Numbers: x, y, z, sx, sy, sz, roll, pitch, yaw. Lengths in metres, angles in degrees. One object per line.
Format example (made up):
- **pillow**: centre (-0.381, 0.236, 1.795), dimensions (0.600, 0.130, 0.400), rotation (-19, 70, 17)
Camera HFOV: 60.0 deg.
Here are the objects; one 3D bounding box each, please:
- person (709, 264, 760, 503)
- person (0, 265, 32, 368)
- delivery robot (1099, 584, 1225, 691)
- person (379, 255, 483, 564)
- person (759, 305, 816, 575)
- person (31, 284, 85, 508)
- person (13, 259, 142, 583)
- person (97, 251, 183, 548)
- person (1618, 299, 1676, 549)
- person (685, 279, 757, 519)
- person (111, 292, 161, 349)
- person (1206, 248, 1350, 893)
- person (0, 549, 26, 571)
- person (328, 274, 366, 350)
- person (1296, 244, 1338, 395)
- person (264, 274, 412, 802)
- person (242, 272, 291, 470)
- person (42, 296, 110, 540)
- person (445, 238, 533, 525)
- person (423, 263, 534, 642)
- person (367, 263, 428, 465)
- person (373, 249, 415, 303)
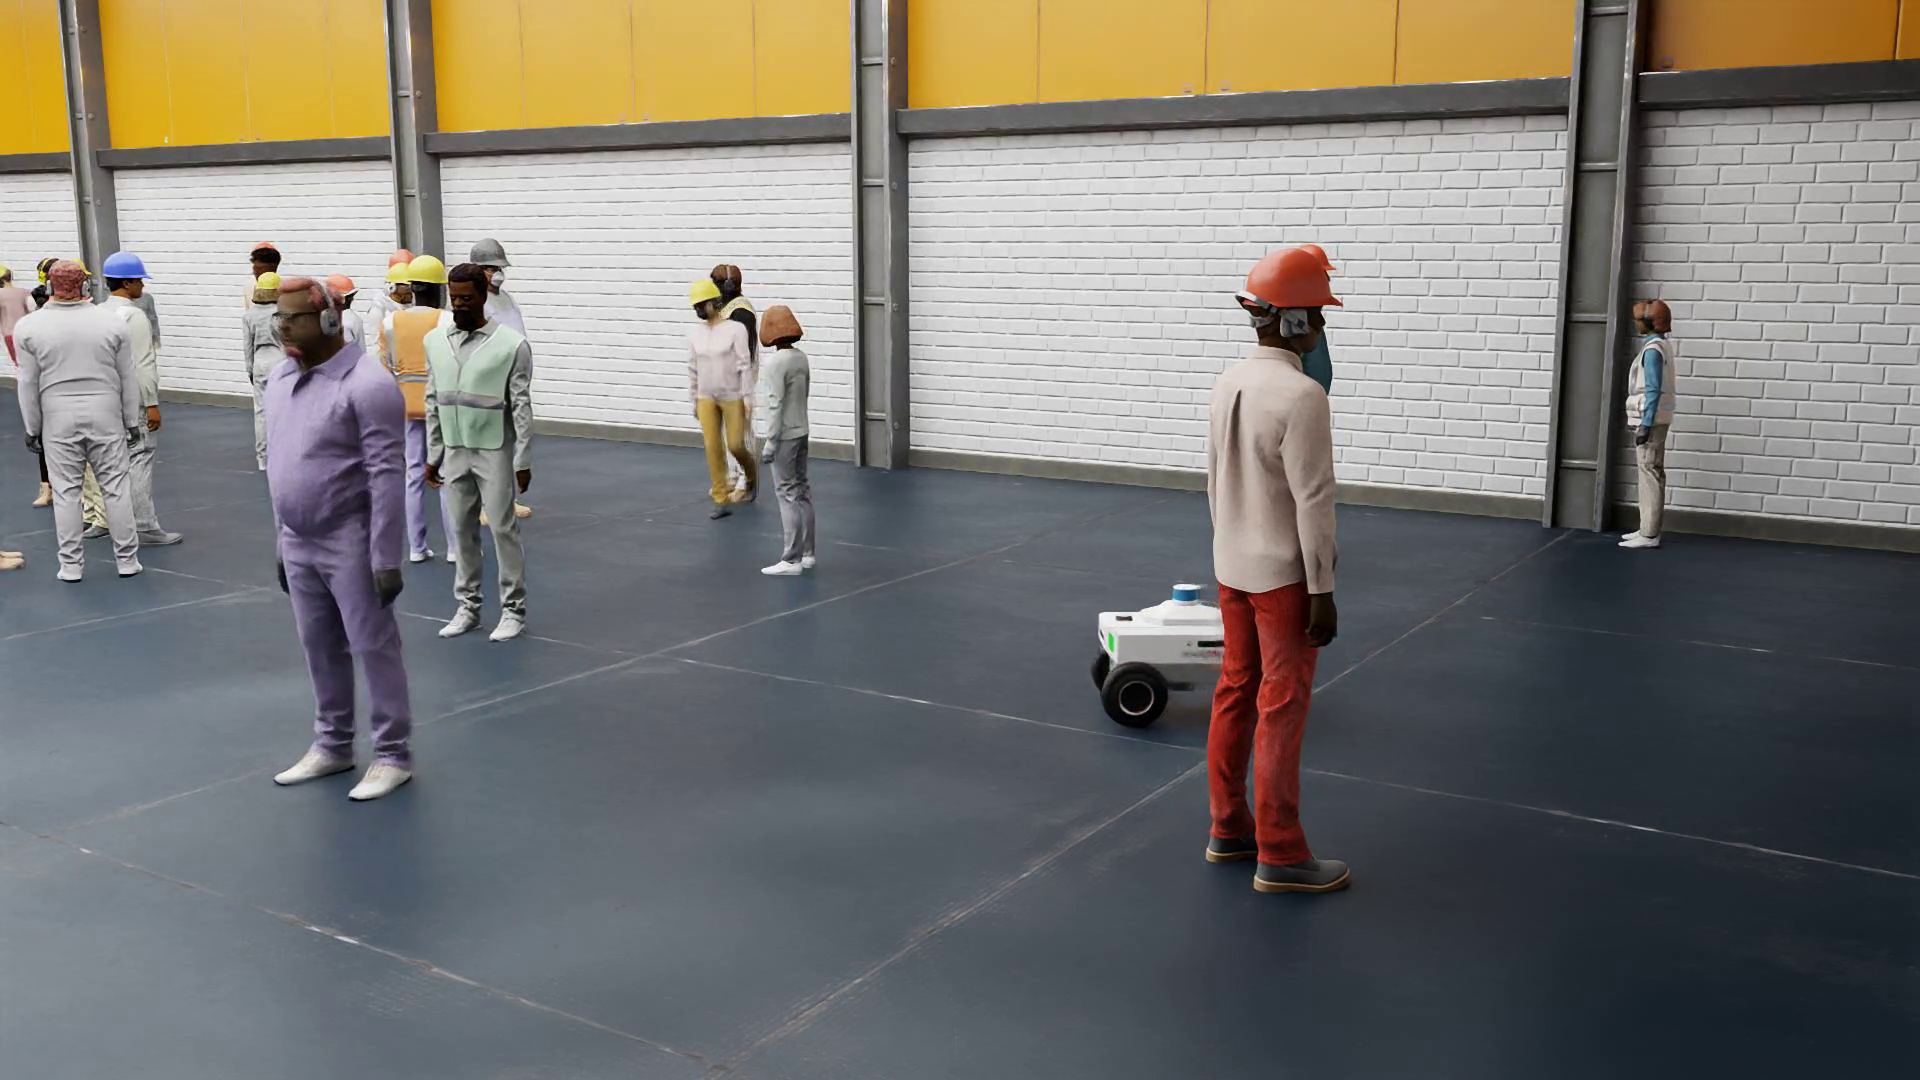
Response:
- **person**: centre (-1.775, -1.212, 12.898), dimensions (0.429, 1.841, 0.634), rotation (-4, 11, -21)
- **person**: centre (-11.600, -2.511, 20.404), dimensions (0.552, 1.716, 0.559), rotation (7, 13, 36)
- **delivery robot**: centre (0.956, 0.433, 7.088), dimensions (0.707, 0.478, 0.477), rotation (0, 10, -1)
- **person**: centre (-3.313, -0.805, 10.406), dimensions (0.589, 1.927, 0.388), rotation (2, 10, 9)
- **person**: centre (-1.061, -0.603, 10.100), dimensions (0.279, 1.631, 0.504), rotation (4, 11, 19)
- **person**: centre (-6.844, -1.085, 12.609), dimensions (0.532, 1.692, 0.320), rotation (-2, 10, -12)
- **person**: centre (-5.216, -0.701, 9.882), dimensions (0.637, 1.911, 0.406), rotation (-6, 12, -29)
- **person**: centre (-5.476, -0.921, 10.989), dimensions (0.614, 1.945, 0.403), rotation (7, 12, 34)
- **person**: centre (4.538, -0.758, 10.953), dimensions (0.310, 1.636, 0.523), rotation (5, 11, 26)
- **person**: centre (-1.727, -1.044, 12.225), dimensions (0.549, 1.739, 0.560), rotation (3, 11, 17)
- **person**: centre (-9.882, -2.427, 19.918), dimensions (0.697, 1.749, 0.533), rotation (8, 13, 36)
- **person**: centre (0.987, 0.099, 5.207), dimensions (0.375, 1.995, 0.611), rotation (-4, 11, -21)
- **person**: centre (-5.994, -0.714, 10.160), dimensions (0.351, 1.838, 0.511), rotation (-7, 12, -35)
- **person**: centre (-4.953, -1.261, 13.412), dimensions (0.327, 1.752, 0.561), rotation (-2, 10, -13)
- **person**: centre (2.094, -0.798, 10.174), dimensions (0.375, 1.997, 0.612), rotation (3, 11, 19)
- **person**: centre (-2.284, -0.005, 6.039), dimensions (0.649, 1.907, 0.397), rotation (6, 12, 29)
- **person**: centre (-6.057, -1.487, 14.694), dimensions (0.492, 1.742, 0.321), rotation (2, 10, 9)
- **person**: centre (-5.992, -0.883, 11.319), dimensions (0.330, 1.751, 0.565), rotation (-9, 13, -40)
- **person**: centre (-3.326, -1.139, 11.939), dimensions (0.536, 2.000, 0.688), rotation (4, 11, 20)
- **person**: centre (-2.430, -0.442, 8.455), dimensions (0.594, 1.910, 0.385), rotation (3, 11, 17)
- **person**: centre (-4.822, -1.474, 14.402), dimensions (0.403, 1.825, 0.593), rotation (5, 11, 26)
- **person**: centre (-4.898, -1.594, 14.749), dimensions (0.360, 1.939, 0.543), rotation (7, 12, 34)
